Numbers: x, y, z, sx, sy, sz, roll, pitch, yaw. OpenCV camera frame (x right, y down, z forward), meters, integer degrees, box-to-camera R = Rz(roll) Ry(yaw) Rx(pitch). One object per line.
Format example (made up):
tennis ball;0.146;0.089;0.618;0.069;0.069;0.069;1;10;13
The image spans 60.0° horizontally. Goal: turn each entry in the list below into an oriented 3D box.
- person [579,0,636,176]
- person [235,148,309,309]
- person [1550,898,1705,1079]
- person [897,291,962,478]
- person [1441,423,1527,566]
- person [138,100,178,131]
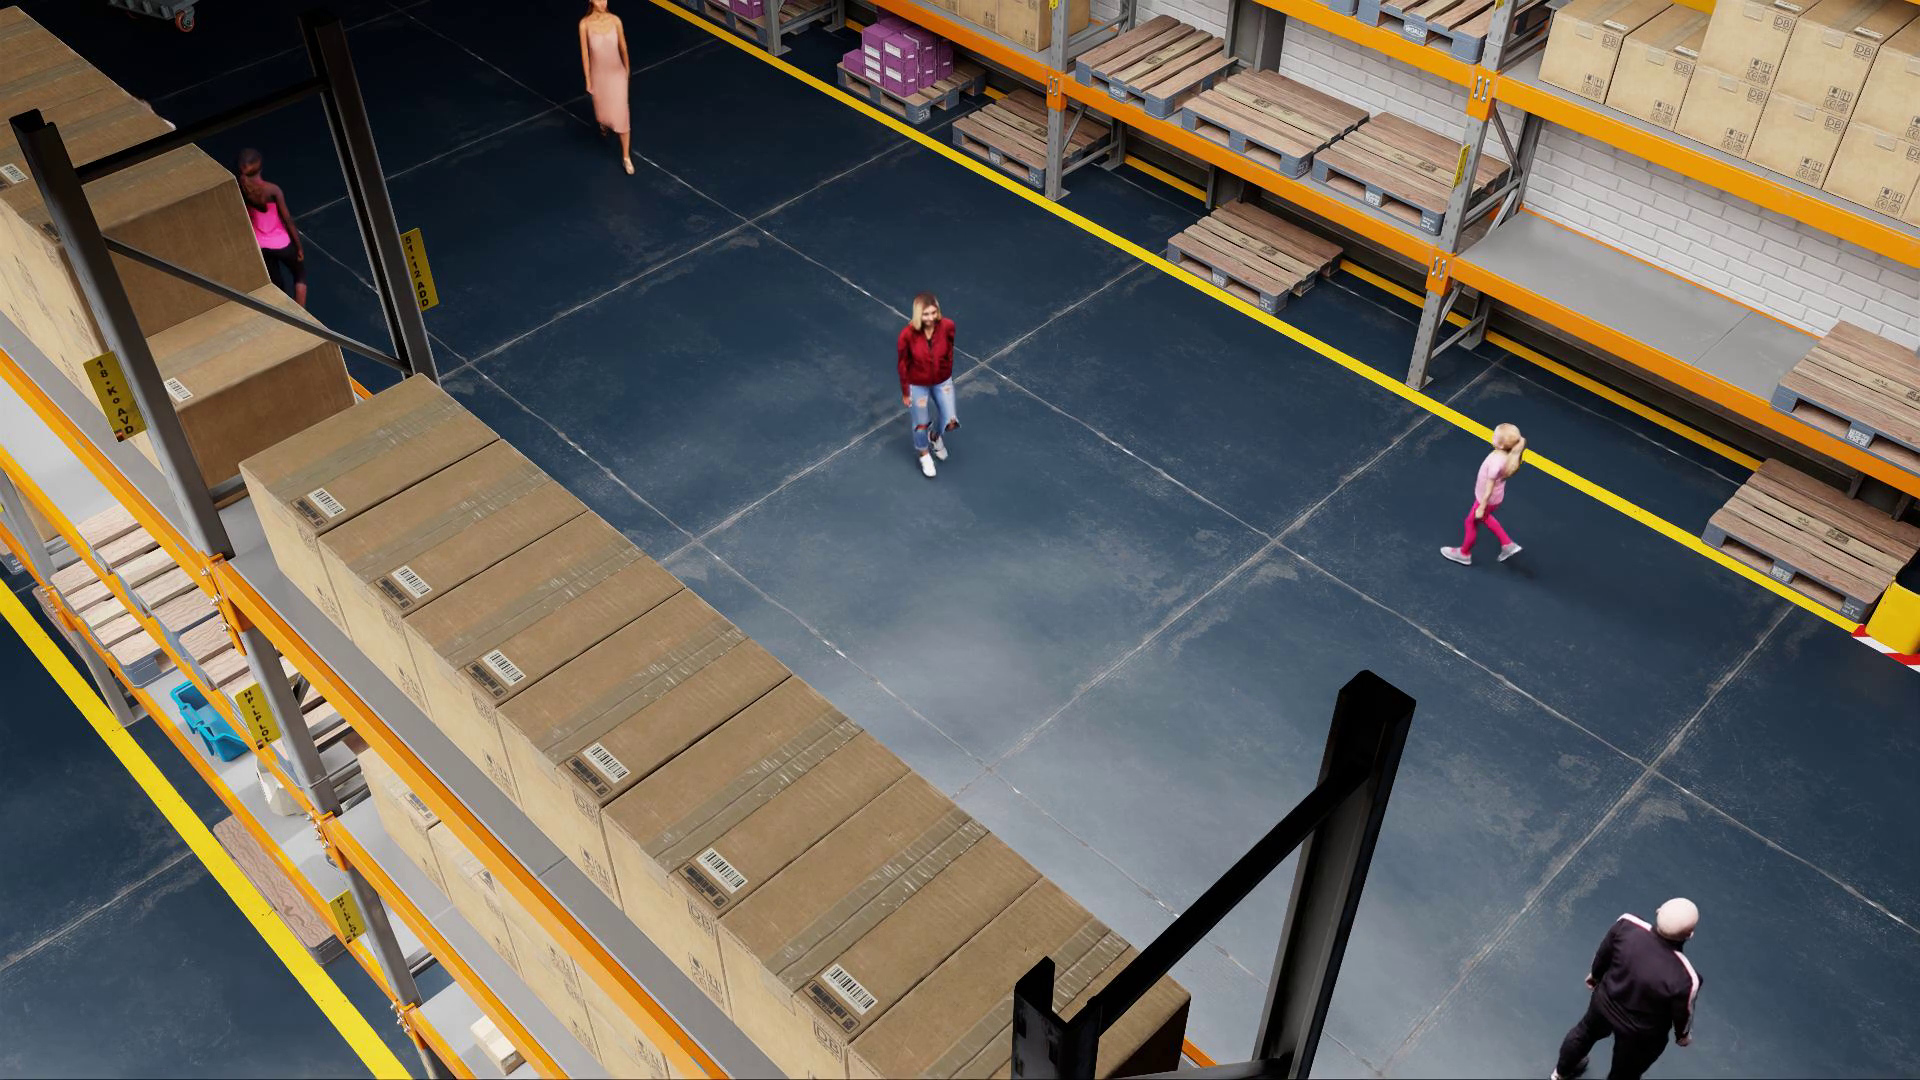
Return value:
person;-3.286;-4.305;15.408;0.848;1.815;1.036;-14;45;-14
person;-5.542;-2.305;13.386;0.743;1.708;0.796;-7;44;-7
person;3.347;2.412;8.343;0.811;1.834;0.633;-22;48;-21
person;-0.264;-1.197;12.286;0.707;1.619;0.743;-16;46;-16
person;3.743;-0.290;11.596;0.794;1.259;0.596;21;48;21
person;-6.711;-2.973;14.051;1.165;1.757;0.823;15;46;16
